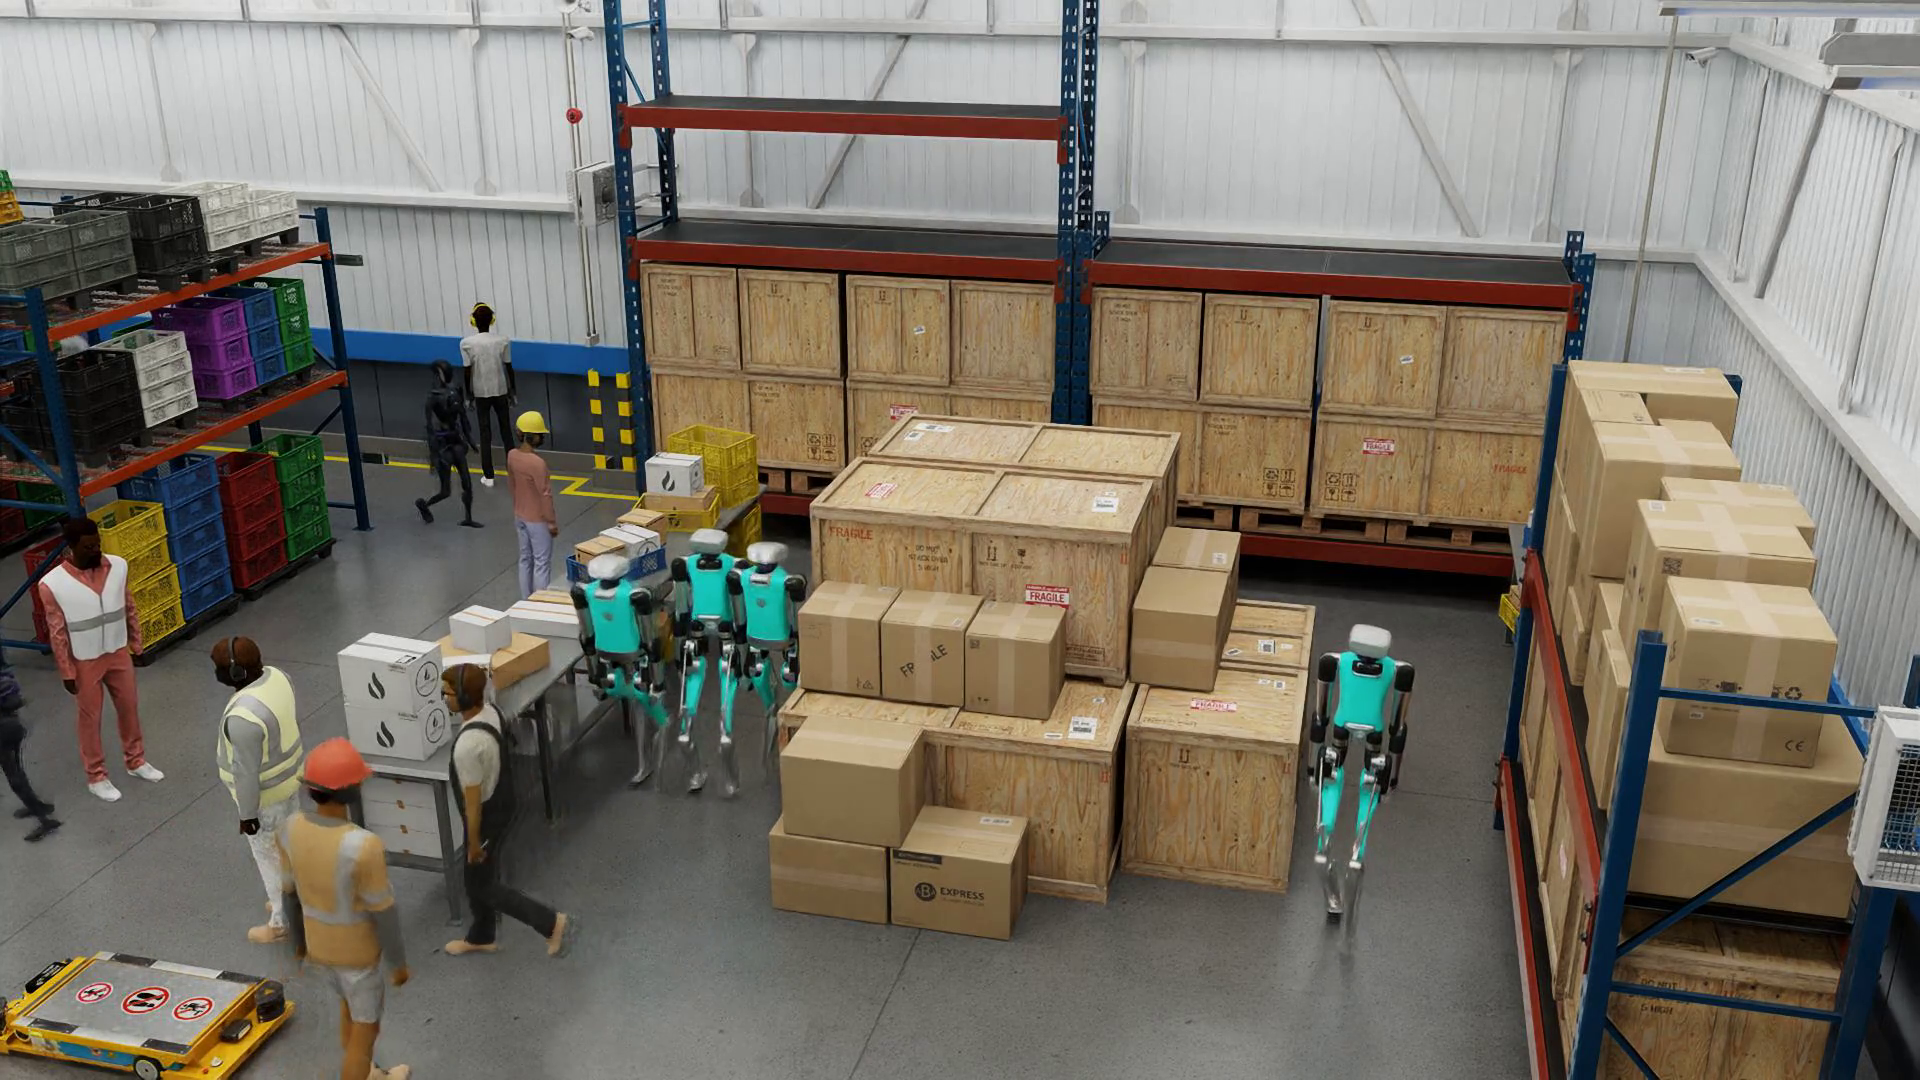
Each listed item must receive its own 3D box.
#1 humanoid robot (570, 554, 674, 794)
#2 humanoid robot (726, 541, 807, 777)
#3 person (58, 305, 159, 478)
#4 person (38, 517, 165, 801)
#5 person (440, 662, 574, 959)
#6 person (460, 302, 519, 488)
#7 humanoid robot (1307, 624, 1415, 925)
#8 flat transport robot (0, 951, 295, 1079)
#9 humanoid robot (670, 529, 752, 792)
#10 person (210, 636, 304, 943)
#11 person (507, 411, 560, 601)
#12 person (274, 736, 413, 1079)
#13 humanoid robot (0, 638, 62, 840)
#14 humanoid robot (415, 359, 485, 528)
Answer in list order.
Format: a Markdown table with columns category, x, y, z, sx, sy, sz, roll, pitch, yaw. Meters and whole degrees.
| category | x | y | z | sx | sy | sz | roll | pitch | yaw |
| --- | --- | --- | --- | --- | --- | --- | --- | --- | --- |
| humanoid robot | -2.098 | 0.863 | 10.811 | 0.533 | 1.817 | 0.808 | 5 | 21 | 12 |
| humanoid robot | -1.154 | 0.794 | 10.924 | 0.531 | 1.810 | 0.686 | 6 | 22 | 16 |
| person | -8.720 | -1.538 | 16.688 | 1.065 | 1.972 | 0.741 | -1 | 21 | -3 |
| person | -5.585 | 0.746 | 10.803 | 0.394 | 1.910 | 0.590 | 12 | 24 | 29 |
| person | -2.504 | 1.492 | 8.964 | 0.709 | 1.824 | 0.511 | 0 | 21 | 0 |
| person | -4.675 | -1.447 | 16.581 | 0.526 | 1.876 | 0.323 | -7 | 22 | -18 |
| humanoid robot | 2.211 | 1.443 | 9.346 | 0.548 | 1.897 | 0.741 | 5 | 21 | 12 |
| flat transport robot | -4.270 | 2.464 | 8.601 | 1.431 | 0.231 | 0.659 | 5 | 22 | 13 |
| humanoid robot | -1.625 | 0.859 | 10.738 | 0.533 | 1.776 | 0.733 | 1 | 21 | 4 |
| person | -3.875 | 1.378 | 9.259 | 0.429 | 1.834 | 0.631 | -1 | 21 | -2 |
| person | -3.416 | -0.178 | 13.424 | 0.522 | 1.760 | 0.324 | 19 | 28 | 41 |
| person | -2.849 | 1.860 | 7.729 | 0.614 | 2.046 | 0.465 | 11 | 24 | 27 |
| humanoid robot | -5.958 | 1.051 | 10.326 | 0.388 | 1.632 | 0.591 | -13 | 25 | -31 |
| humanoid robot | -4.790 | -0.902 | 15.458 | 0.560 | 1.642 | 0.615 | 8 | 22 | 20 |
